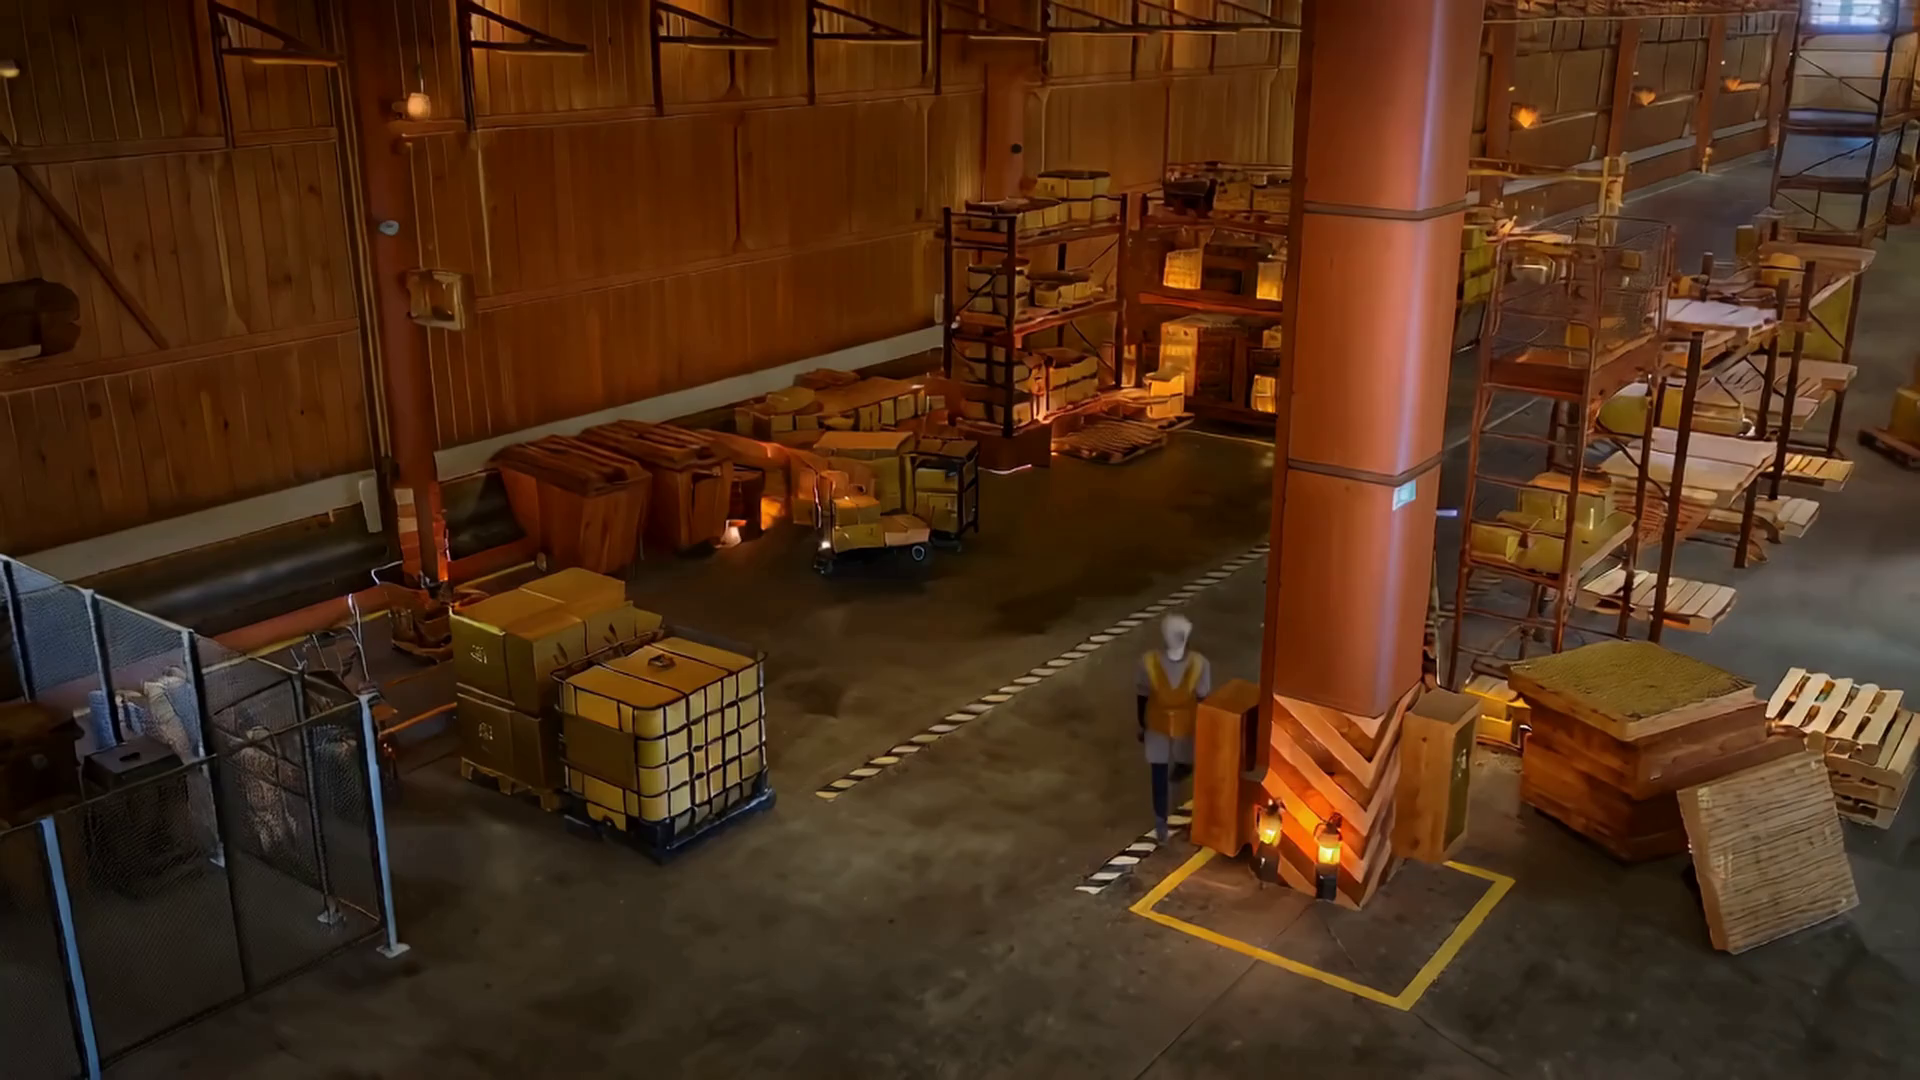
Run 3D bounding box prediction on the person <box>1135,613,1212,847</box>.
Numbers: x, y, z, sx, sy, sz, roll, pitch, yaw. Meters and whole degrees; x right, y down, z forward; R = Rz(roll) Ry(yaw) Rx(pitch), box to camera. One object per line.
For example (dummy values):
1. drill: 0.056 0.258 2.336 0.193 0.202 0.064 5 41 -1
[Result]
1. person: 1.483 1.259 11.682 0.534 1.678 0.628 0 18 1
